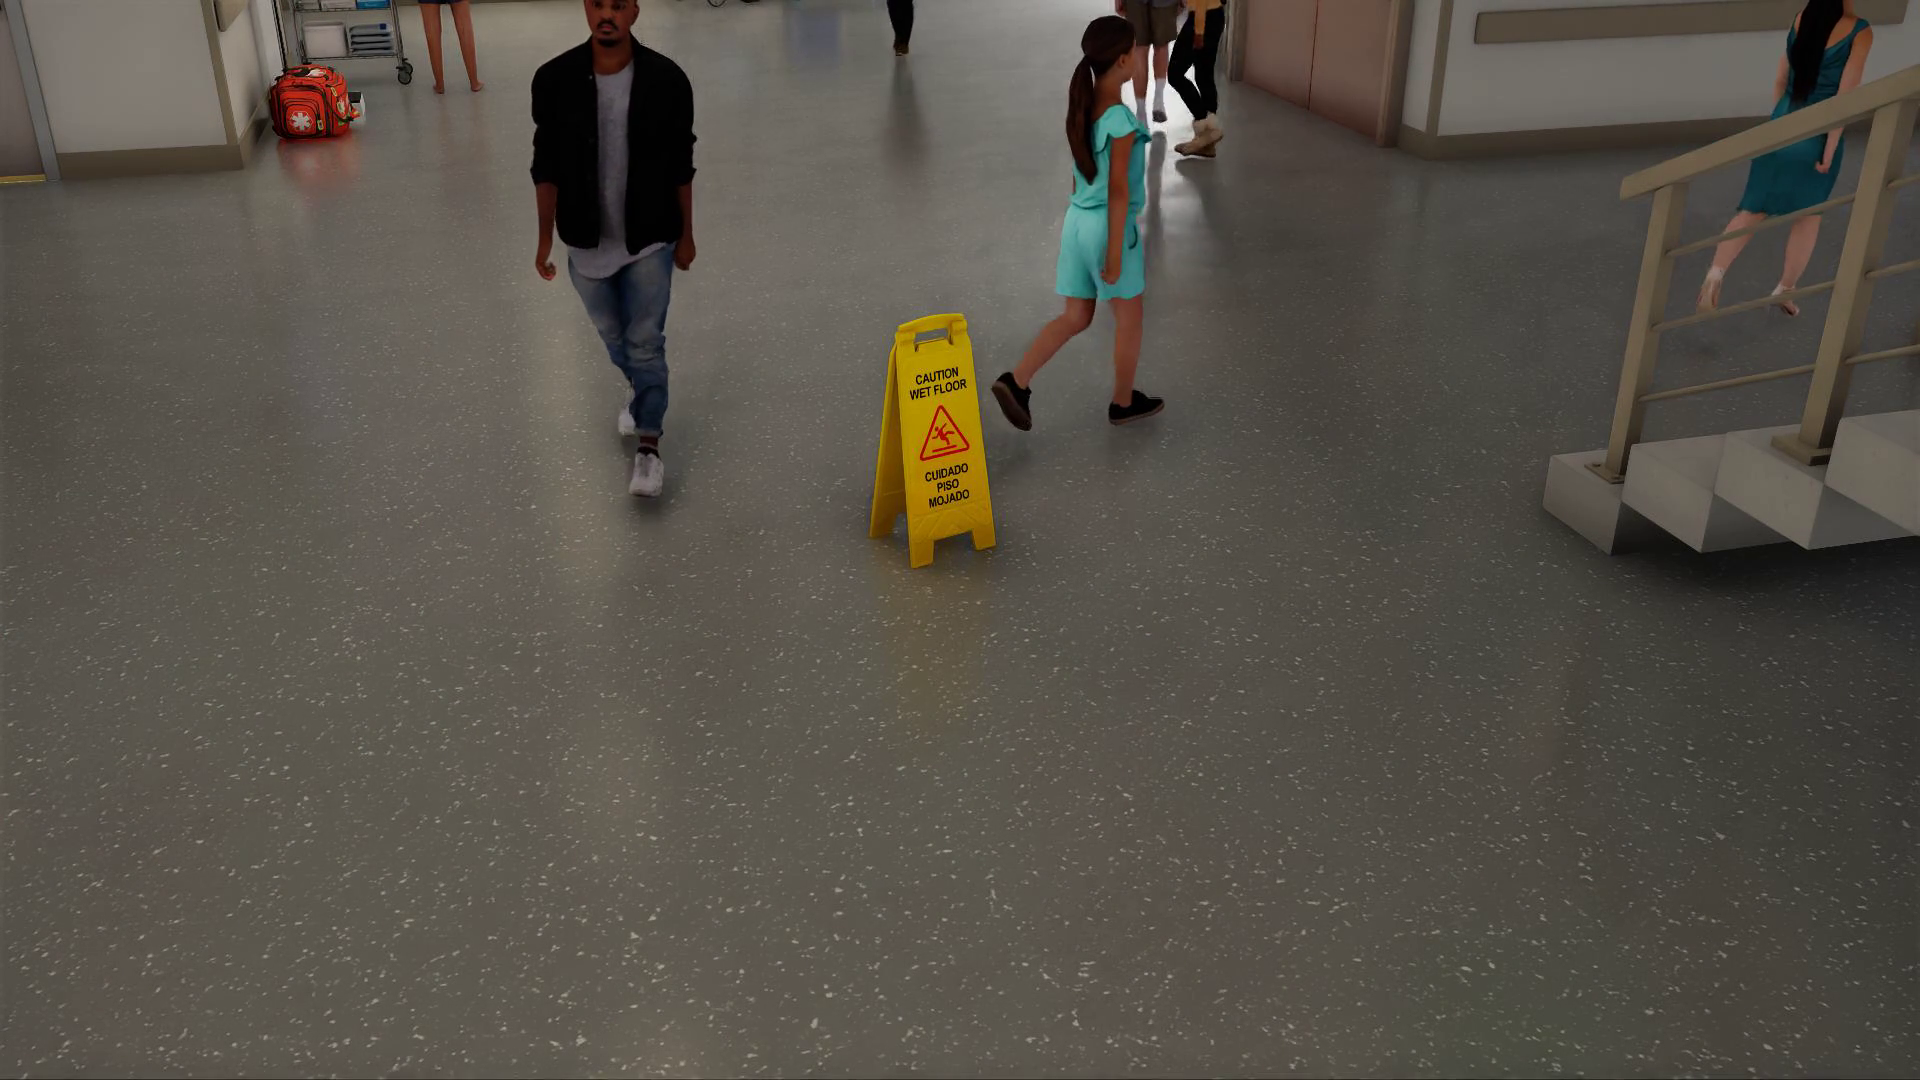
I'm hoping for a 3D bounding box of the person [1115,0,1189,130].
[{"bbox_3d":[1.291,-3.647,11.117,0.705,1.836,0.721,-2,26,-4],"label":"person"}]

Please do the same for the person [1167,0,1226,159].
[{"bbox_3d":[1.588,-3.196,10.317,0.780,1.650,0.717,13,28,24],"label":"person"}]

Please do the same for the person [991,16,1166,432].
[{"bbox_3d":[0.456,-1.106,6.112,0.781,1.537,0.990,-15,29,-28],"label":"person"}]

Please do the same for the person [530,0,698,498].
[{"bbox_3d":[-1.192,-1.118,5.871,0.932,1.768,1.258,1,26,1],"label":"person"}]

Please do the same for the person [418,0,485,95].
[{"bbox_3d":[-3.855,-4.163,12.354,0.584,1.623,0.509,-6,26,-12],"label":"person"}]

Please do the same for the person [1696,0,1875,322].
[{"bbox_3d":[3.566,-1.675,7.160,0.896,1.652,1.044,-19,32,-35],"label":"person"}]
